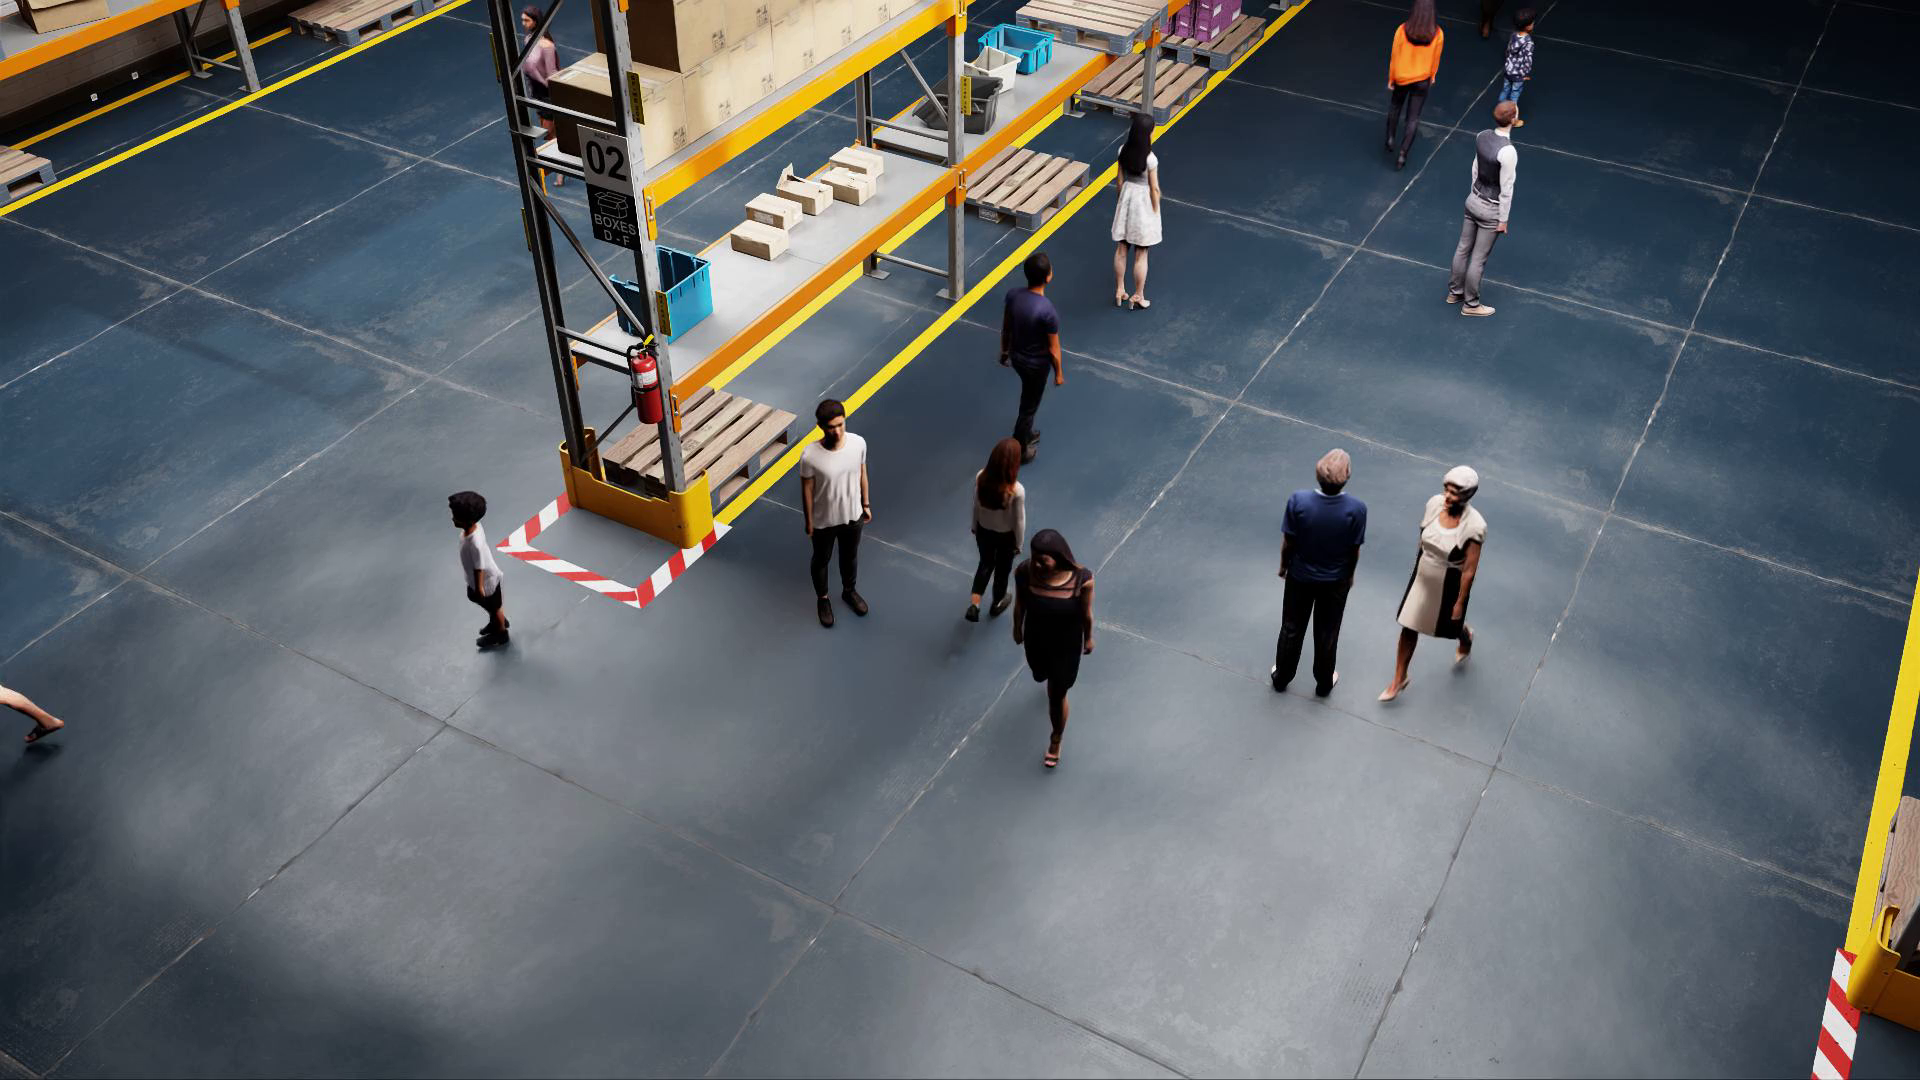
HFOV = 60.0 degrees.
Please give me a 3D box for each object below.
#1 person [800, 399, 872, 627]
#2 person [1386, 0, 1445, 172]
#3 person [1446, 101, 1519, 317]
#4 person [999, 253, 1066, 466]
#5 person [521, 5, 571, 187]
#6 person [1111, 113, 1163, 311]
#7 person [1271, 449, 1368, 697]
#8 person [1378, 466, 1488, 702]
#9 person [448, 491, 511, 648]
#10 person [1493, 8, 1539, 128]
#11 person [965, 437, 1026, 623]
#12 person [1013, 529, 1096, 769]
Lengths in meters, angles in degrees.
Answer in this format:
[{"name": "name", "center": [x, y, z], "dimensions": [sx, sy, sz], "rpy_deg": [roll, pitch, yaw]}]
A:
[{"name": "person", "center": [-0.829, -0.209, 11.076], "dimensions": [0.661, 1.722, 0.766], "rpy_deg": [-17, 42, -20]}, {"name": "person", "center": [4.459, -4.495, 16.437], "dimensions": [0.740, 1.729, 0.912], "rpy_deg": [12, 40, 14]}, {"name": "person", "center": [4.491, -2.847, 14.210], "dimensions": [0.789, 1.933, 0.740], "rpy_deg": [-11, 40, -14]}, {"name": "person", "center": [0.458, -1.293, 12.387], "dimensions": [0.763, 1.779, 0.760], "rpy_deg": [-31, 48, -33]}, {"name": "person", "center": [-3.930, -4.306, 16.144], "dimensions": [0.791, 1.800, 0.744], "rpy_deg": [-31, 48, -33]}, {"name": "person", "center": [1.515, -2.809, 14.288], "dimensions": [0.695, 1.776, 0.691], "rpy_deg": [28, 47, 31]}, {"name": "person", "center": [2.247, 0.215, 10.425], "dimensions": [0.711, 1.871, 0.636], "rpy_deg": [10, 40, 12]}, {"name": "person", "center": [3.090, 0.264, 10.480], "dimensions": [1.148, 1.727, 0.885], "rpy_deg": [-27, 46, -30]}, {"name": "person", "center": [-3.095, 0.183, 10.958], "dimensions": [0.639, 1.256, 0.588], "rpy_deg": [-12, 40, -15]}, {"name": "person", "center": [5.815, -4.940, 17.377], "dimensions": [0.631, 1.251, 0.585], "rpy_deg": [-16, 41, -19]}, {"name": "person", "center": [0.217, -0.006, 11.023], "dimensions": [0.570, 1.470, 0.756], "rpy_deg": [18, 42, 21]}, {"name": "person", "center": [0.568, 0.569, 10.131], "dimensions": [0.833, 1.686, 1.086], "rpy_deg": [8, 39, 10]}]
